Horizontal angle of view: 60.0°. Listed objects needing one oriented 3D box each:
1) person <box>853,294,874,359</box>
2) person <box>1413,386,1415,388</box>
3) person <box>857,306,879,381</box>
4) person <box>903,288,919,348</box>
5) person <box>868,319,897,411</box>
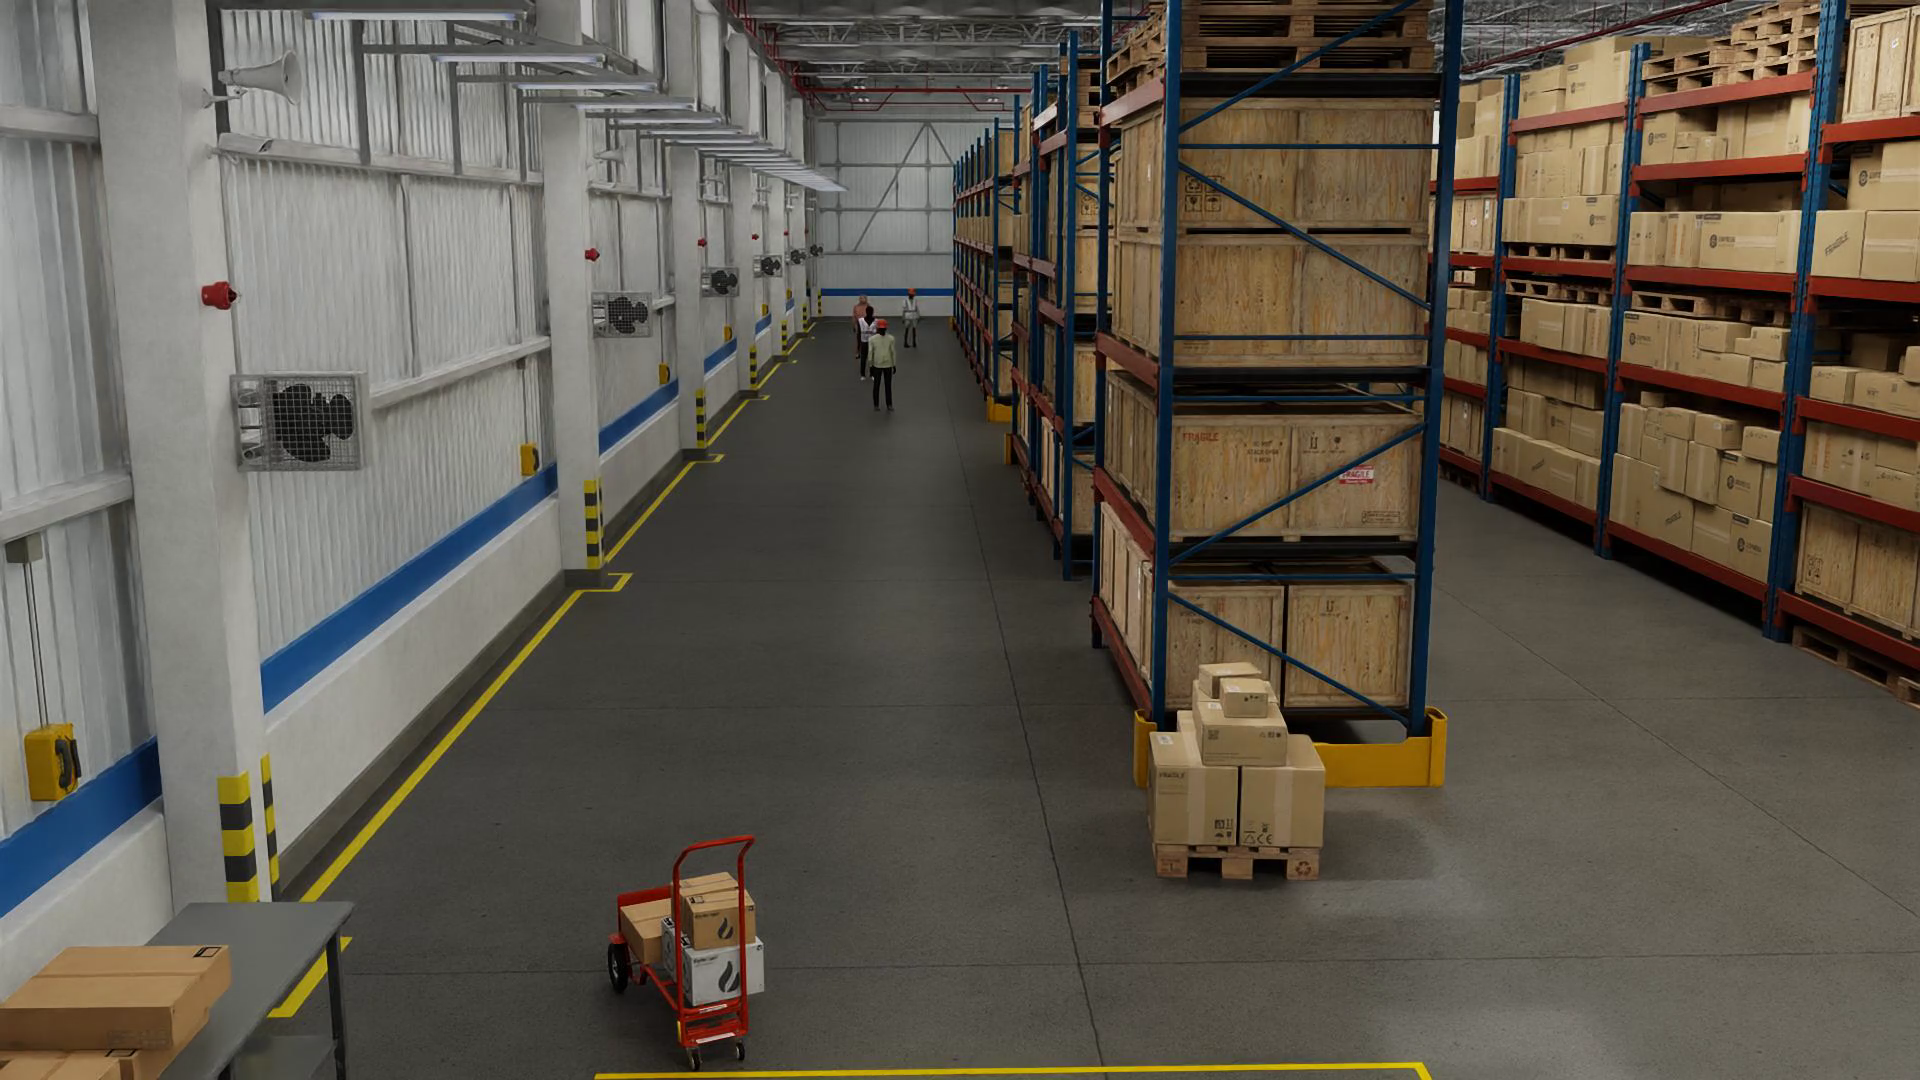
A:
[{"bbox_3d":[-2.865,-6.326,49.303,0.642,1.909,0.408,0,11,-1],"label":"person"},{"bbox_3d":[10.988,-4.618,40.482,0.669,1.878,0.796,1,11,4],"label":"person"},{"bbox_3d":[-2.334,-5.036,42.597,0.601,1.906,0.411,-2,11,-9],"label":"person"},{"bbox_3d":[-1.572,-7.160,53.598,0.548,1.930,0.391,-5,12,-24],"label":"person"},{"bbox_3d":[-1.665,-3.755,35.728,0.616,1.987,0.407,-3,11,-16],"label":"person"}]
